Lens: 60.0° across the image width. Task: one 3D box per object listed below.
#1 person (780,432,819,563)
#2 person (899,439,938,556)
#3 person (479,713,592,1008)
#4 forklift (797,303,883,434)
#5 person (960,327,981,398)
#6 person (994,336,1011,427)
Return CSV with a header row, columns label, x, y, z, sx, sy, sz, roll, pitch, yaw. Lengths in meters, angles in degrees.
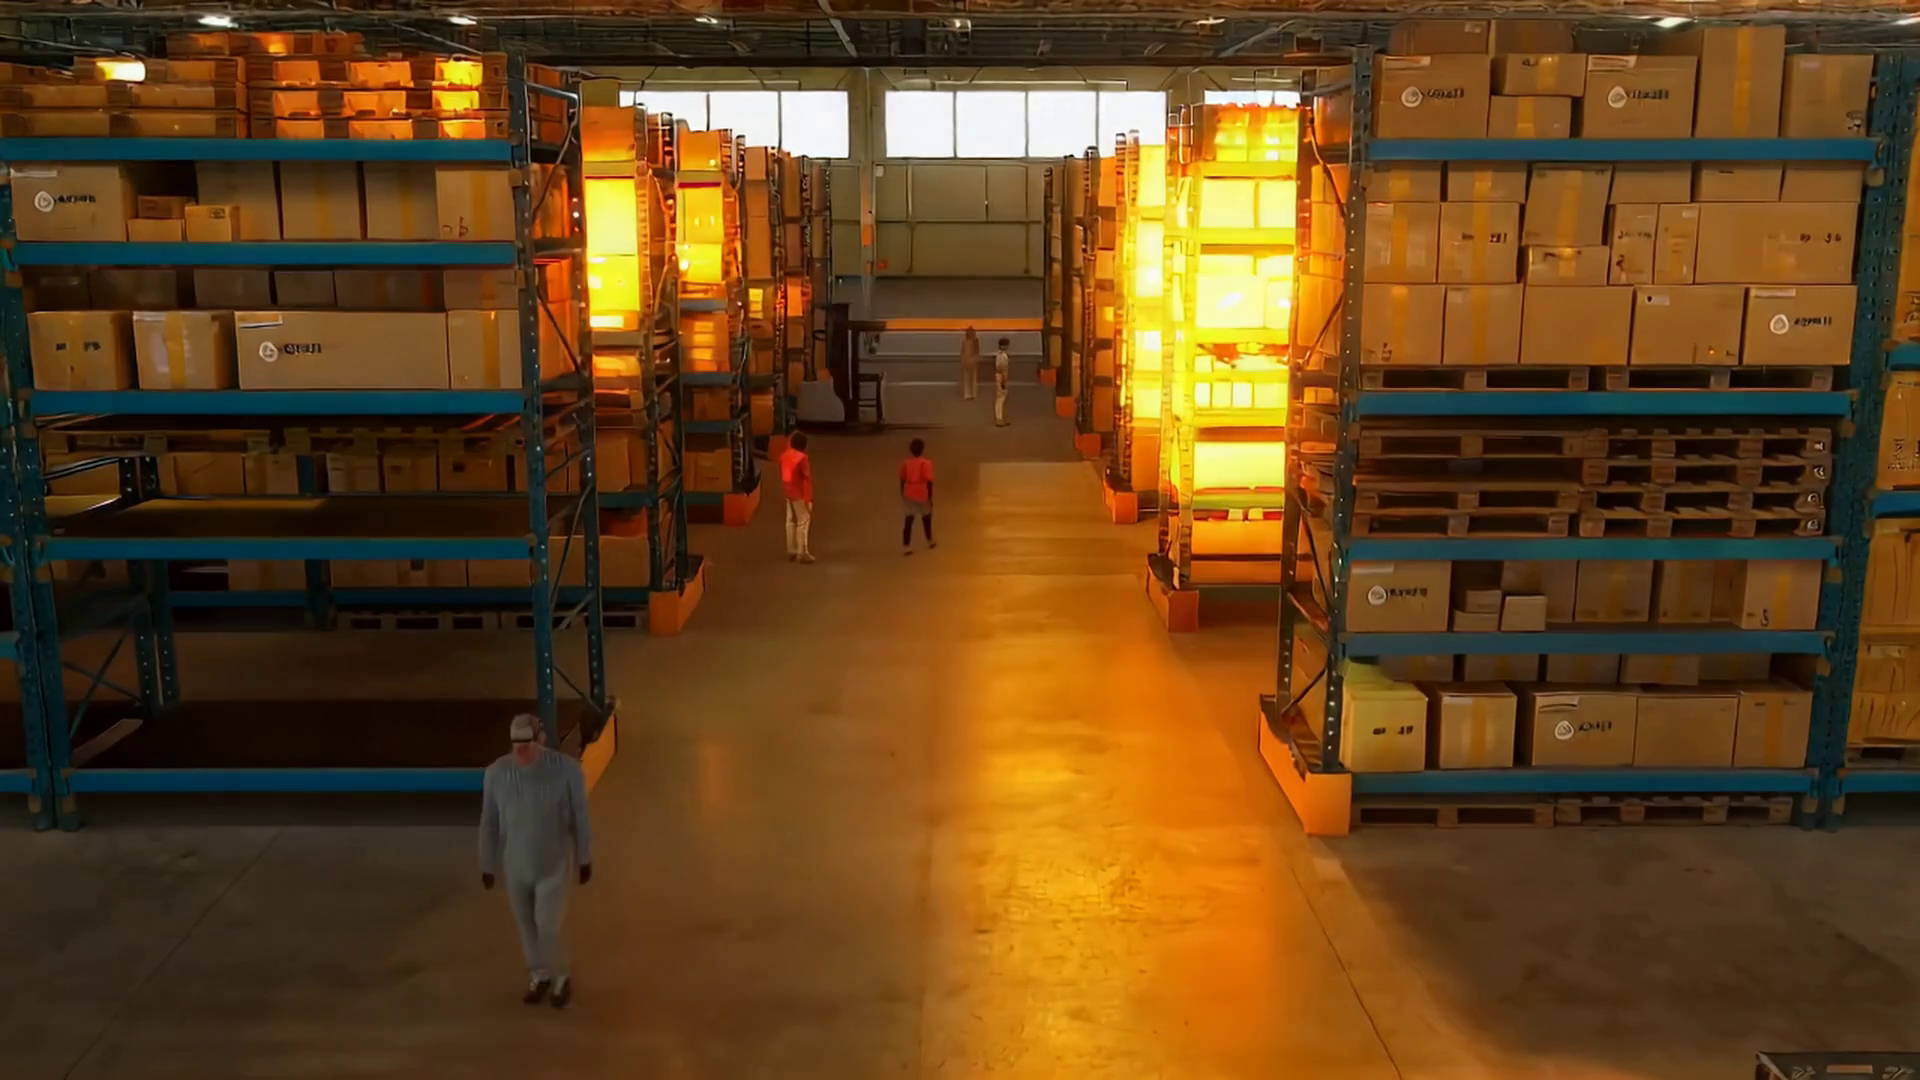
label,x,y,z,sx,sy,sz,roll,pitch,yaw
person,-2.241,-0.597,23.247,0.429,1.844,0.627,-9,15,-39
person,-0.602,-0.635,23.887,0.554,1.643,0.859,5,12,22
person,-2.642,1.989,10.293,0.681,1.889,0.522,1,11,4
forklift,-2.619,-3.762,36.347,1.873,2.768,1.129,0,11,-1
person,0.266,-4.599,43.030,0.469,1.865,0.698,10,15,40
person,0.971,-3.582,37.558,0.383,2.036,0.605,0,11,-2
